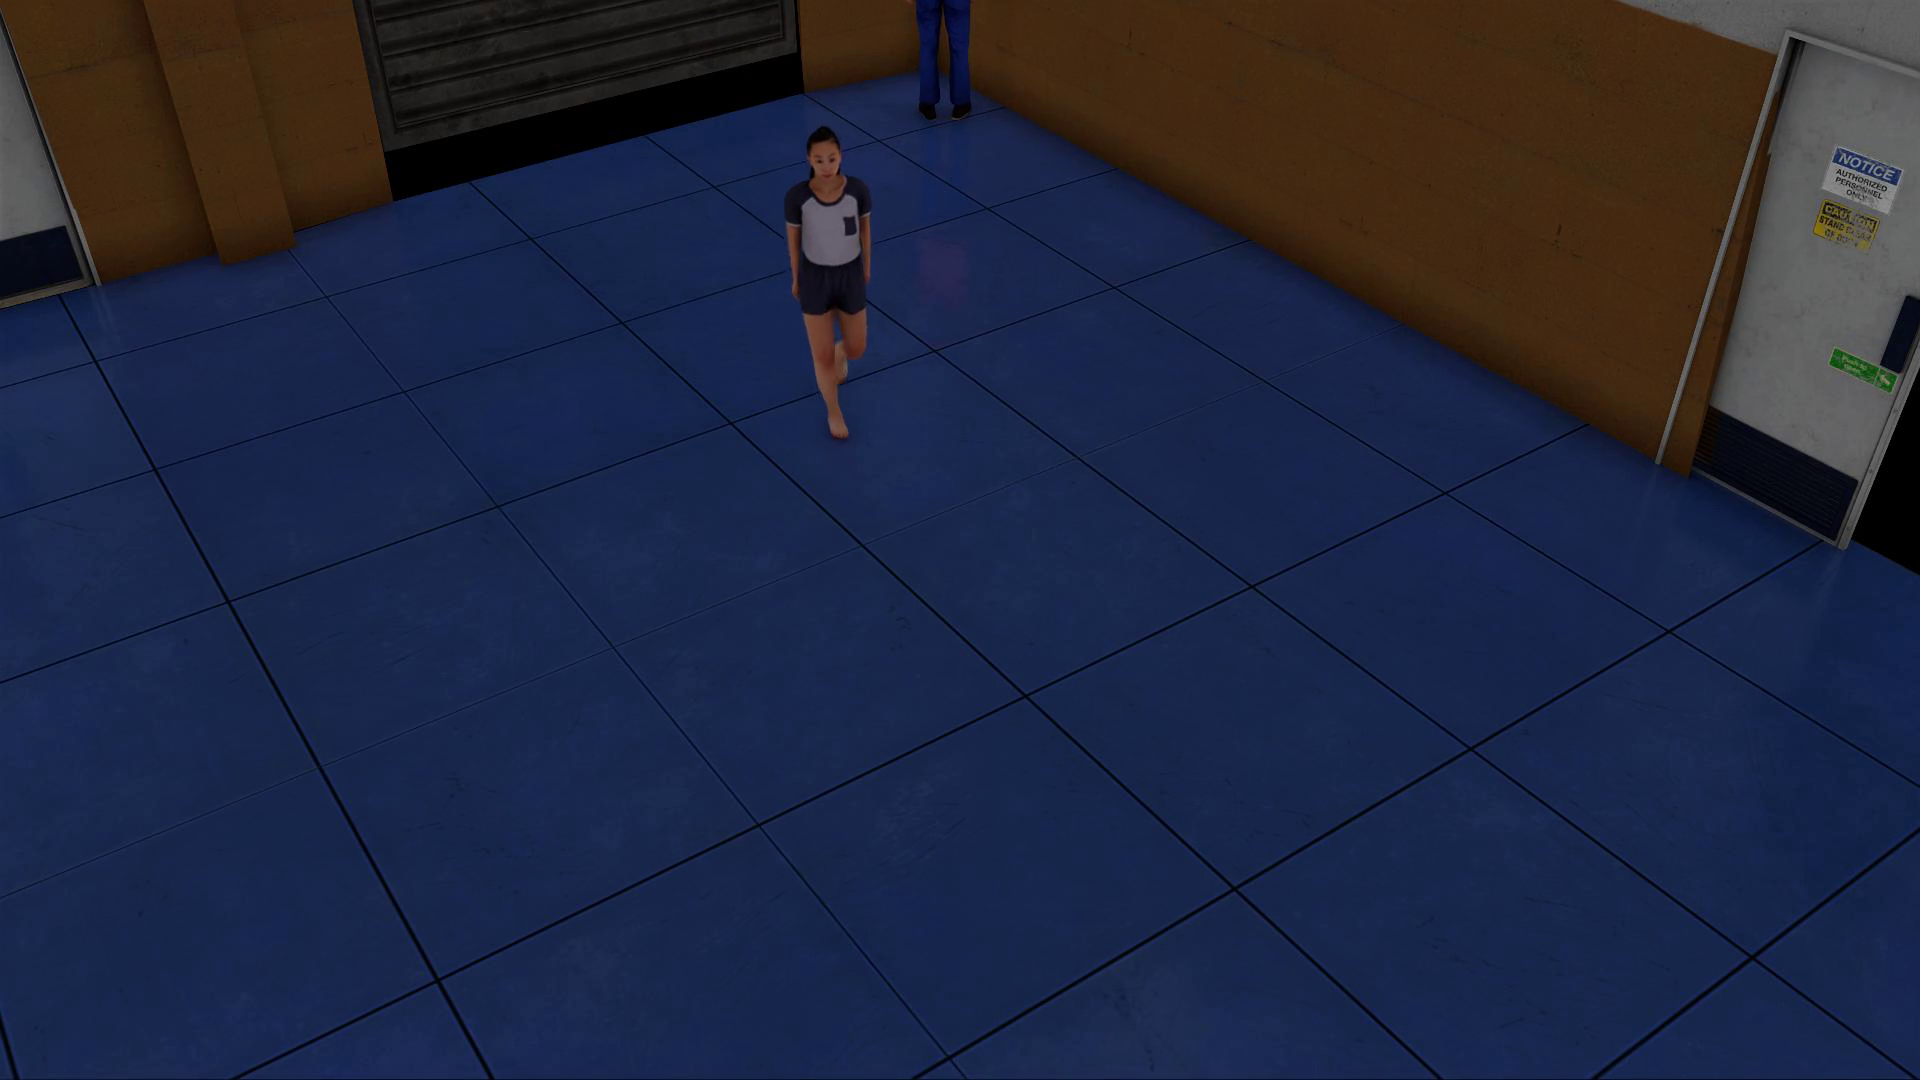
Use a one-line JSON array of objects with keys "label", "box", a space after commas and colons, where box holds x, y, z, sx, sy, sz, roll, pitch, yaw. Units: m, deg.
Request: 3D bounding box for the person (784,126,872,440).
[{"label": "person", "box": [-0.679, -1.343, 8.576, 0.855, 1.633, 0.825, -9, 38, -11]}]

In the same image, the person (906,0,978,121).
[{"label": "person", "box": [-0.126, -3.901, 11.792, 0.744, 1.864, 0.842, 0, 37, 0]}]
